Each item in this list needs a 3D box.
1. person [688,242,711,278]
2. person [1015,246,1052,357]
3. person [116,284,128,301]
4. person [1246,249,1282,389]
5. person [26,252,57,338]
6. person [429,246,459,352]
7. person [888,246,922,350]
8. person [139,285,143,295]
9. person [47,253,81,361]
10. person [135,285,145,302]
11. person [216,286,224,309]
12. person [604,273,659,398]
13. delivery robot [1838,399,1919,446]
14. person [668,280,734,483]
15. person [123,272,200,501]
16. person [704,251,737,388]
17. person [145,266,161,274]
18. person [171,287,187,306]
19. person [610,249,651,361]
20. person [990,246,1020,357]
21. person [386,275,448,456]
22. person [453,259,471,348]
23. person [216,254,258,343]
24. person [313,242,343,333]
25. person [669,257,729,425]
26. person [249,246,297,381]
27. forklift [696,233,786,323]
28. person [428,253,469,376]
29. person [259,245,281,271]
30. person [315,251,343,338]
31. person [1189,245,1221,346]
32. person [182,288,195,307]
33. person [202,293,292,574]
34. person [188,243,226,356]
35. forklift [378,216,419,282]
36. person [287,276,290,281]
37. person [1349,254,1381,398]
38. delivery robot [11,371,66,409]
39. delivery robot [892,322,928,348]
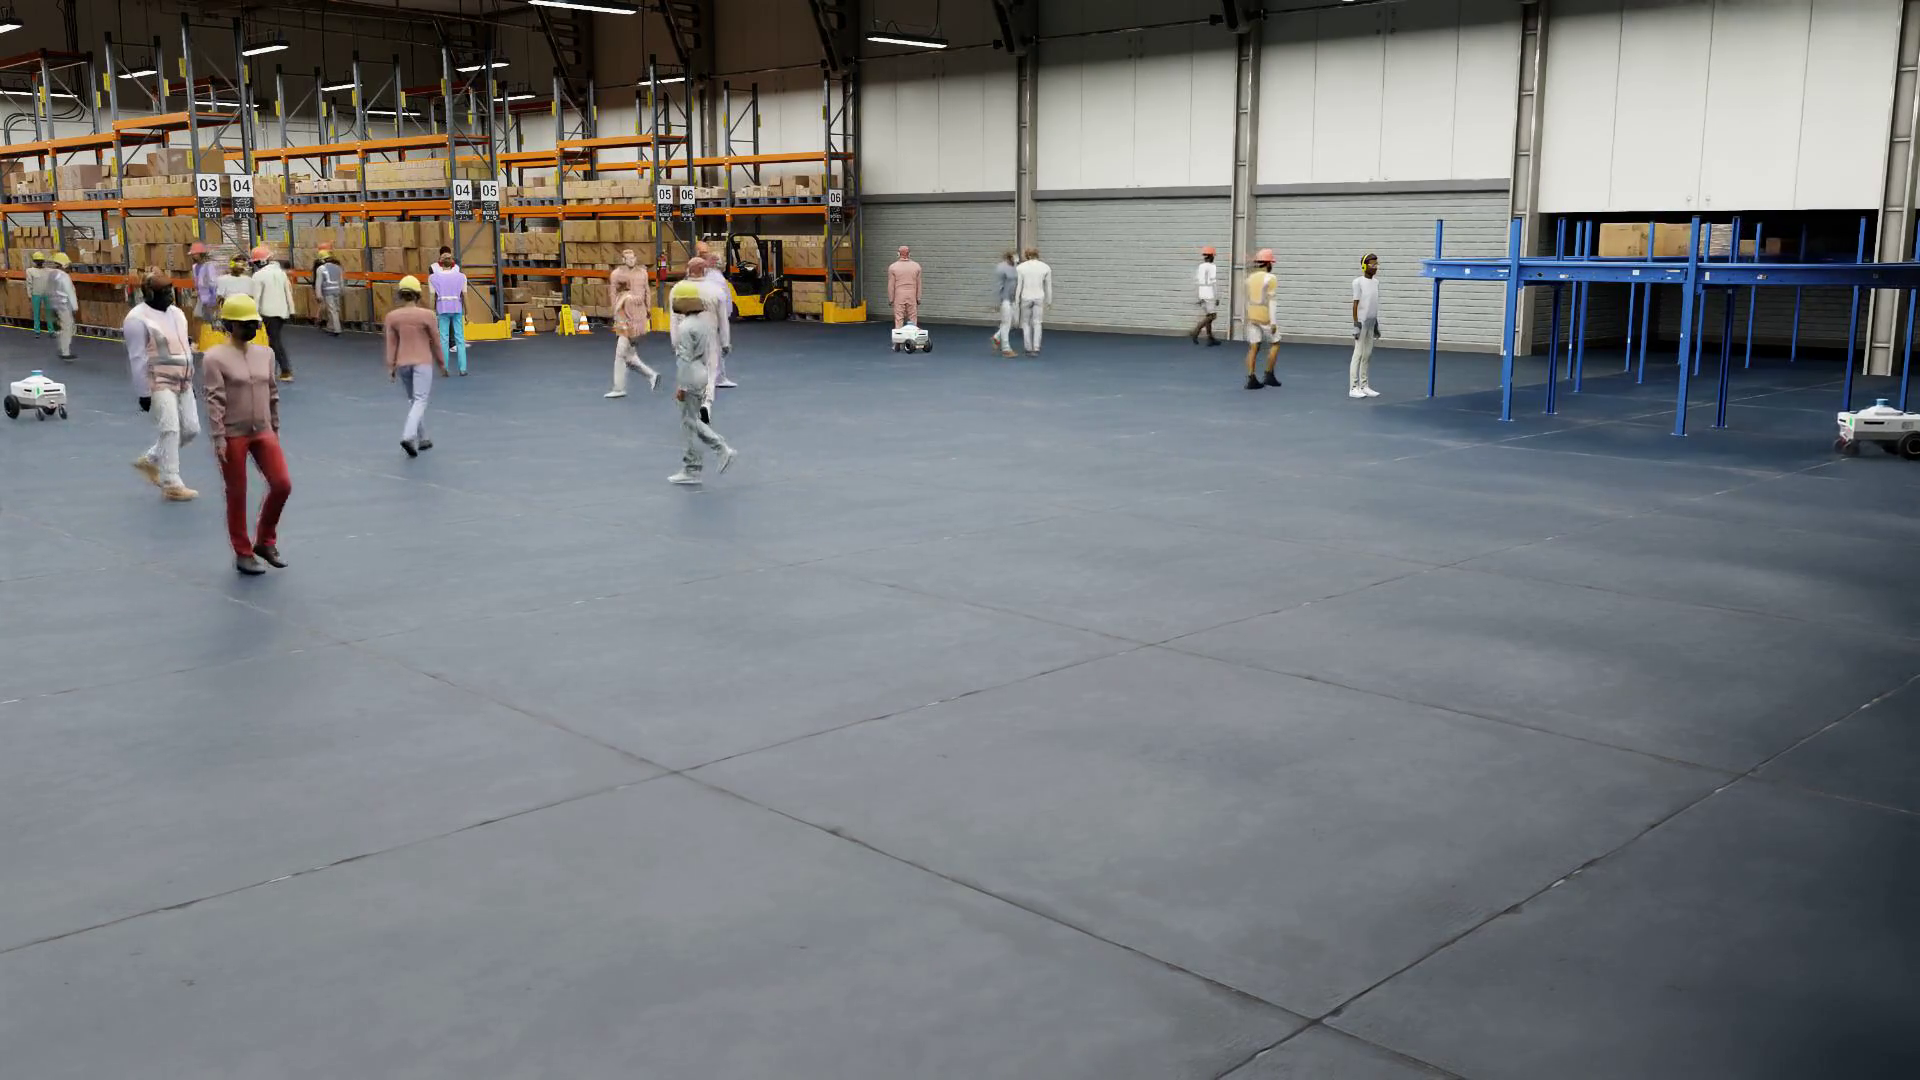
[{"bbox_3d":[-5.039,-4.889,32.879,0.616,1.977,0.514,-5,11,-24],"label":"person"},{"bbox_3d":[1.277,-4.201,29.263,0.662,1.937,0.441,-1,10,-3],"label":"person"},{"bbox_3d":[-22.024,-6.877,44.019,0.569,1.855,0.782,-1,10,-3],"label":"person"},{"bbox_3d":[4.249,-3.064,23.065,0.653,1.914,0.572,-7,13,-34],"label":"person"},{"bbox_3d":[-18.996,-5.068,34.414,0.534,1.767,0.317,-8,13,-38],"label":"person"},{"bbox_3d":[-9.365,-4.389,30.302,0.392,1.916,0.591,10,14,43],"label":"person"},{"bbox_3d":[-1.030,-4.486,30.856,0.643,1.909,0.410,-3,11,-17],"label":"person"},{"bbox_3d":[-20.987,-6.757,43.160,0.626,1.933,0.655,-8,13,-36],"label":"person"},{"bbox_3d":[-15.120,-3.936,28.114,0.596,1.813,0.447,10,14,43],"label":"person"},{"bbox_3d":[-21.941,-6.898,44.856,0.557,1.580,0.786,-2,11,-11],"label":"person"},{"bbox_3d":[-17.152,-6.023,38.908,0.602,2.026,0.794,-7,12,-33],"label":"person"},{"bbox_3d":[-4.348,-2.699,21.893,0.682,1.619,0.521,-3,11,-18],"label":"person"},{"bbox_3d":[8.867,-1.115,16.020,0.707,0.478,0.477,1,10,7],"label":"delivery robot"},{"bbox_3d":[-2.254,-1.344,14.184,0.478,1.727,0.502,2,11,10],"label":"person"},{"bbox_3d":[-6.431,-1.238,13.371,0.536,1.823,0.639,2,11,10],"label":"person"},{"bbox_3d":[-3.430,-3.052,23.076,0.620,1.894,0.648,-5,12,-25],"label":"person"},{"bbox_3d":[-12.514,-3.455,25.965,0.310,1.638,0.522,-2,11,-8],"label":"person"},{"bbox_3d":[-18.122,-5.710,38.334,0.521,1.600,0.764,-8,13,-36],"label":"person"},{"bbox_3d":[-5.316,-3.741,26.838,0.662,1.887,0.549,-6,12,-32],"label":"person"},{"bbox_3d":[0.775,-4.183,29.176,0.604,1.922,0.645,8,13,39],"label":"person"},{"bbox_3d":[-5.327,-1.708,16.186,0.522,1.728,0.868,2,11,9],"label":"person"},{"bbox_3d":[-9.589,-4.431,31.196,0.678,1.670,0.534,-8,13,-36],"label":"person"},{"bbox_3d":[-10.293,-3.134,23.646,0.566,1.842,0.430,-8,13,-38],"label":"person"},{"bbox_3d":[-13.806,-5.496,36.230,0.623,1.967,0.823,-9,14,-42],"label":"person"},{"bbox_3d":[-2.938,-2.251,18.762,0.650,1.878,0.890,-1,10,-3],"label":"person"},{"bbox_3d":[-10.170,-3.315,24.381,0.945,1.936,0.655,5,11,25],"label":"person"},{"bbox_3d":[-5.496,-6.489,41.108,2.313,2.155,1.214,-10,14,-44],"label":"forklift"},{"bbox_3d":[-7.701,-3.401,25.101,0.566,1.846,0.387,-4,11,-22],"label":"person"},{"bbox_3d":[-15.044,-5.461,36.231,0.555,1.875,1.028,-6,12,-30],"label":"person"},{"bbox_3d":[-13.193,-5.131,34.708,0.881,1.780,0.606,7,12,33],"label":"person"},{"bbox_3d":[4.717,-4.667,31.801,0.721,1.919,0.591,-4,11,-20],"label":"person"},{"bbox_3d":[-18.927,-6.237,40.404,0.600,1.908,0.629,-7,12,-33],"label":"person"},{"bbox_3d":[-4.439,-0.652,10.364,0.434,1.748,0.540,7,12,32],"label":"person"},{"bbox_3d":[-13.409,-4.296,29.663,0.633,1.984,1.049,6,12,31],"label":"person"},{"bbox_3d":[-17.868,-9.201,54.028,1.873,2.768,1.129,-10,14,-44],"label":"forklift"},{"bbox_3d":[-18.023,-6.882,44.172,0.719,1.819,0.632,9,14,41],"label":"person"},{"bbox_3d":[5.351,-2.821,21.877,0.508,1.872,0.329,-9,14,-40],"label":"person"},{"bbox_3d":[-10.750,-1.733,19.391,0.707,0.478,0.477,8,13,36],"label":"delivery robot"},{"bbox_3d":[-0.919,-3.729,30.277,0.477,0.478,0.707,-10,14,-43],"label":"delivery robot"}]
